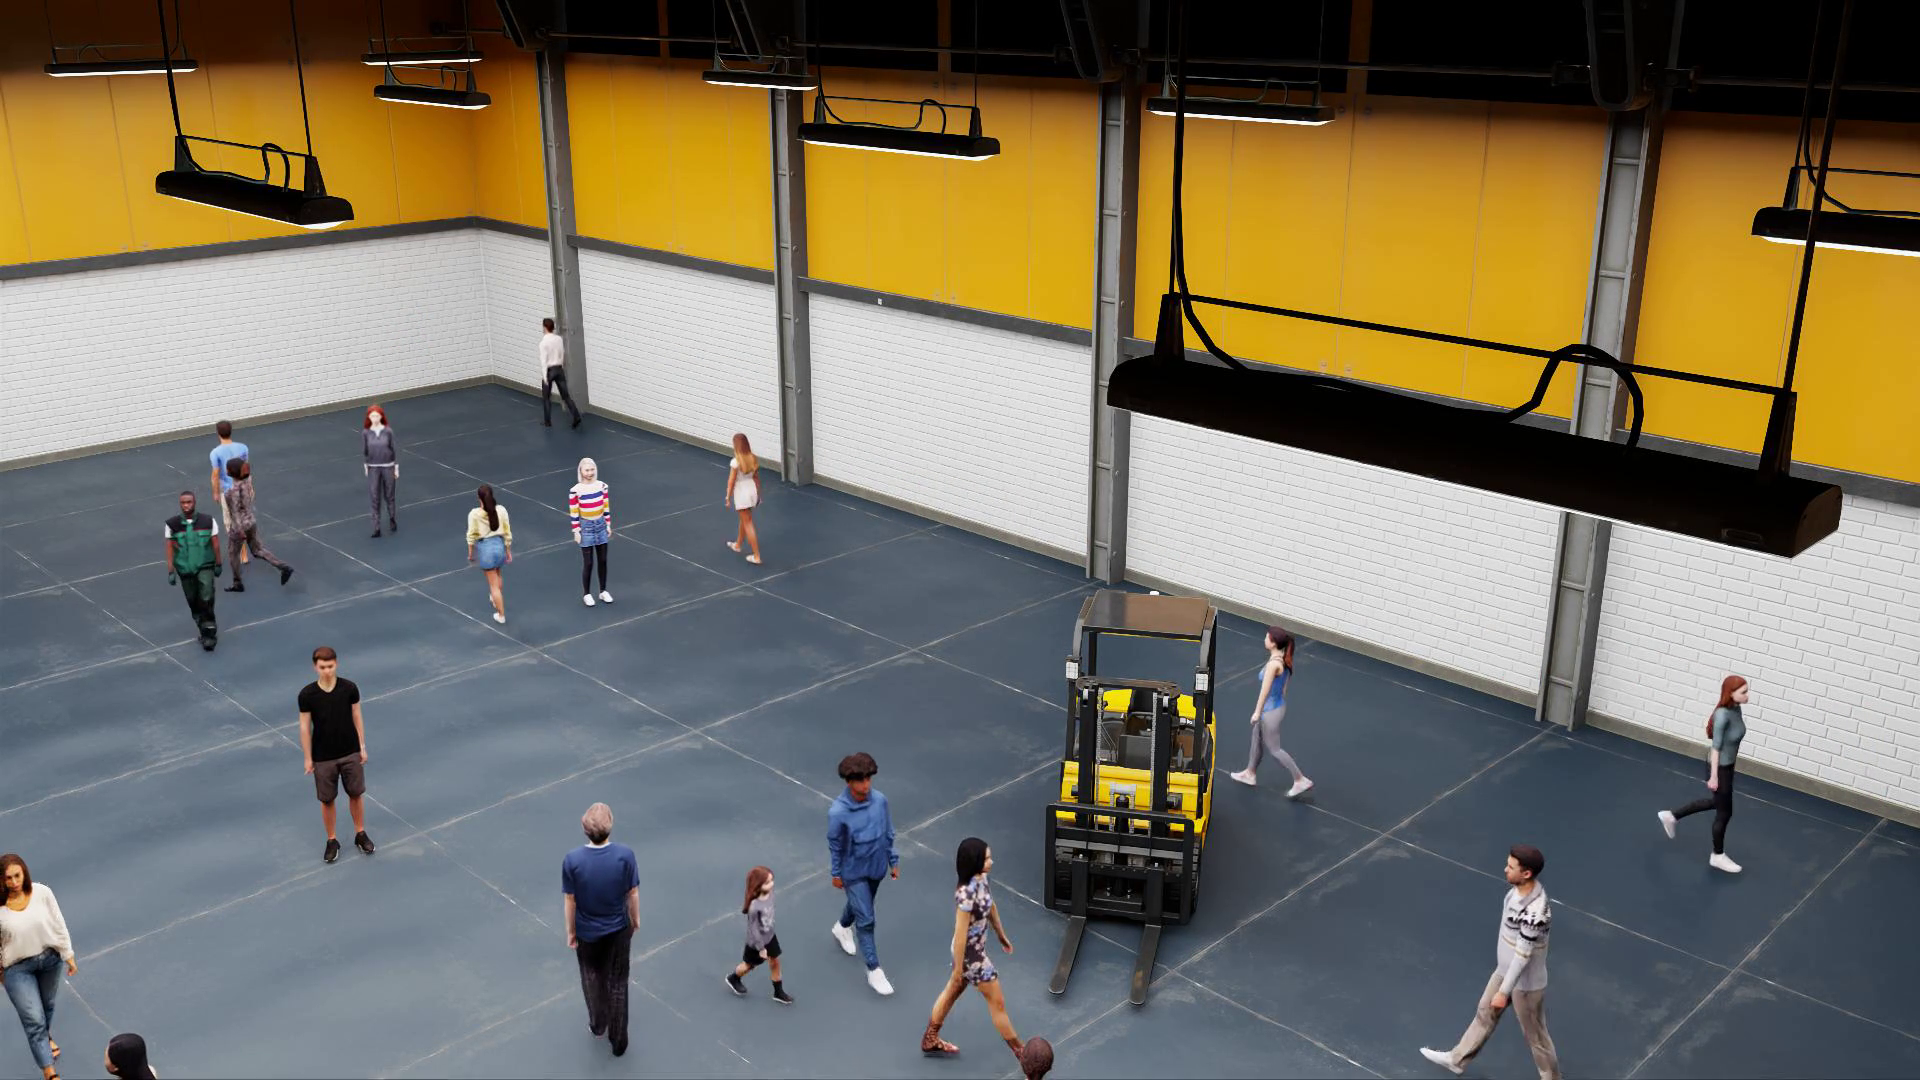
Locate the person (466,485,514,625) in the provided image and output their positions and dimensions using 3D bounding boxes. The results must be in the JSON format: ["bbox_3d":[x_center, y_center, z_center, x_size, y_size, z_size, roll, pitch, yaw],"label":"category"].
[{"bbox_3d":[-5.376,0.187,19.160,0.729,1.601,0.986,-14,23,-35],"label":"person"}]

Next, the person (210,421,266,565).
[{"bbox_3d":[-9.127,-0.575,21.036,0.769,1.848,0.700,13,23,34],"label":"person"}]

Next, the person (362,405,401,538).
[{"bbox_3d":[-7.731,-0.950,22.293,0.929,1.758,1.052,-3,19,-10],"label":"person"}]

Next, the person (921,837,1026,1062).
[{"bbox_3d":[-0.004,2.801,11.278,1.195,1.678,1.039,3,19,7],"label":"person"}]

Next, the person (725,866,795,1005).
[{"bbox_3d":[-1.488,2.854,12.049,0.818,1.086,0.599,10,21,27],"label":"person"}]

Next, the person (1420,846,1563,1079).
[{"bbox_3d":[3.759,2.866,10.869,1.268,1.817,1.111,4,19,11],"label":"person"}]

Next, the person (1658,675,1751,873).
[{"bbox_3d":[6.265,1.908,13.856,0.956,1.725,0.607,16,25,40],"label":"person"}]

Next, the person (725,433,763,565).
[{"bbox_3d":[-2.666,-0.506,21.115,0.970,1.667,0.626,15,24,38],"label":"person"}]

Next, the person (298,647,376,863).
[{"bbox_3d":[-5.266,1.773,14.040,0.735,1.863,0.690,-10,21,-26],"label":"person"}]

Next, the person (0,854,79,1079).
[{"bbox_3d":[-6.269,2.836,11.222,0.611,1.647,1.027,-17,25,-41],"label":"person"}]

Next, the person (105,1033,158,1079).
[{"bbox_3d":[-4.462,3.472,9.135,0.864,1.773,0.792,-2,19,-7],"label":"person"}]

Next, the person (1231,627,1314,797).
[{"bbox_3d":[2.883,1.581,15.048,1.092,1.583,0.784,9,21,25],"label":"person"}]

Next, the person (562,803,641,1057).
[{"bbox_3d":[-2.422,2.697,11.312,0.831,1.853,0.878,-4,19,-12],"label":"person"}]

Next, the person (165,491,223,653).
[{"bbox_3d":[-8.488,0.326,18.466,1.033,1.780,1.287,-6,20,-18],"label":"person"}]

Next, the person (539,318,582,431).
[{"bbox_3d":[-6.610,-2.703,27.373,1.169,1.837,0.693,16,24,39],"label":"person"}]

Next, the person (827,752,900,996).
[{"bbox_3d":[-0.771,2.384,12.354,0.799,1.782,1.180,-13,23,-35],"label":"person"}]

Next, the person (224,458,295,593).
[{"bbox_3d":[-8.552,-0.161,20.059,1.126,1.688,1.030,1,19,2],"label":"person"}]

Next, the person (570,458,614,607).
[{"bbox_3d":[-4.358,-0.114,19.729,0.668,1.808,0.560,-14,23,-35],"label":"person"}]
